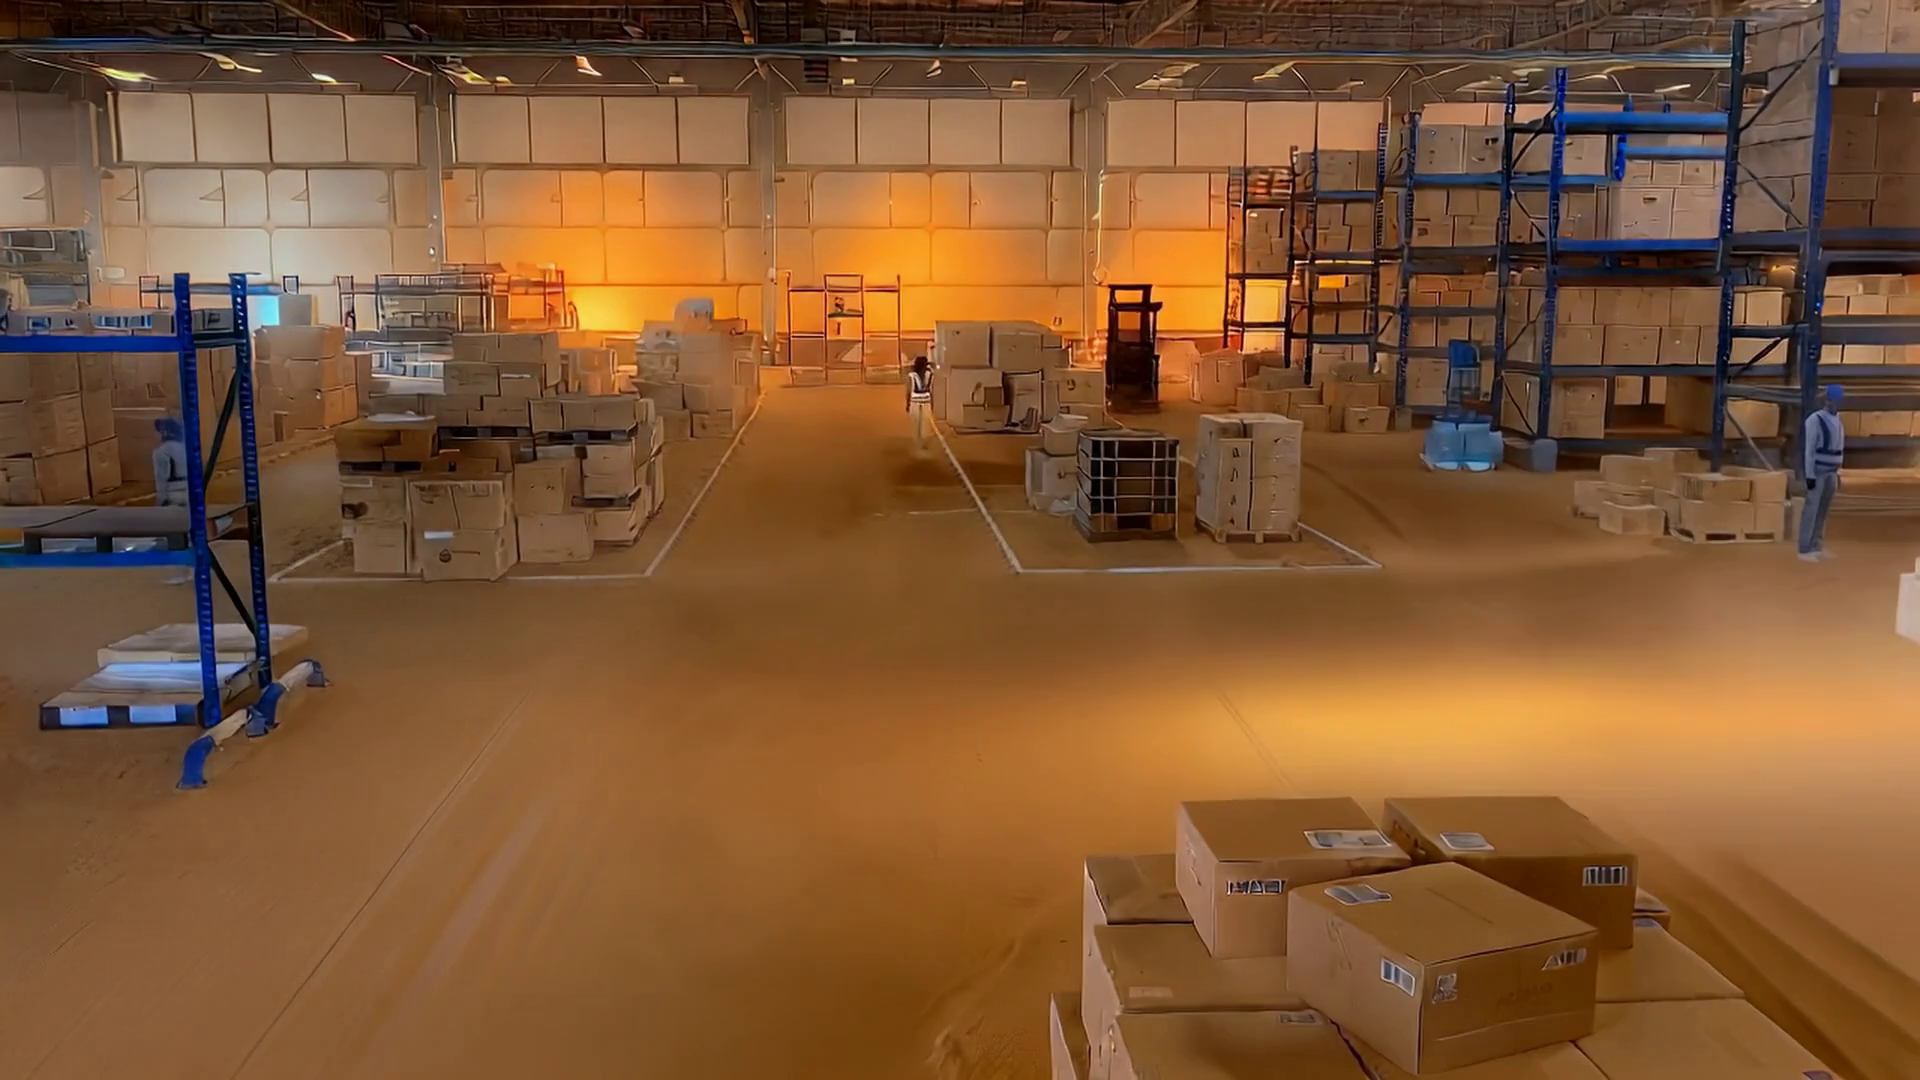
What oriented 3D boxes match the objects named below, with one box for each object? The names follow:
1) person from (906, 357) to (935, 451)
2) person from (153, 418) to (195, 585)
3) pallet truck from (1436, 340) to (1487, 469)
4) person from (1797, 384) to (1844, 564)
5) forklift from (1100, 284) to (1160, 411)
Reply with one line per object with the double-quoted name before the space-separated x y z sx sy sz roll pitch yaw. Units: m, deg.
"person" -0.679 -2.335 28.614 0.533 1.627 0.366 -3 9 -17
"person" -7.672 -0.378 16.281 0.315 1.641 0.515 2 9 11
"pallet truck" 8.004 -2.170 26.422 0.823 1.965 1.885 2 9 14
"person" 9.089 -0.693 17.506 0.573 1.883 0.357 -6 11 -33
"forklift" 3.800 -4.363 37.427 1.129 2.768 1.873 -1 9 -4
